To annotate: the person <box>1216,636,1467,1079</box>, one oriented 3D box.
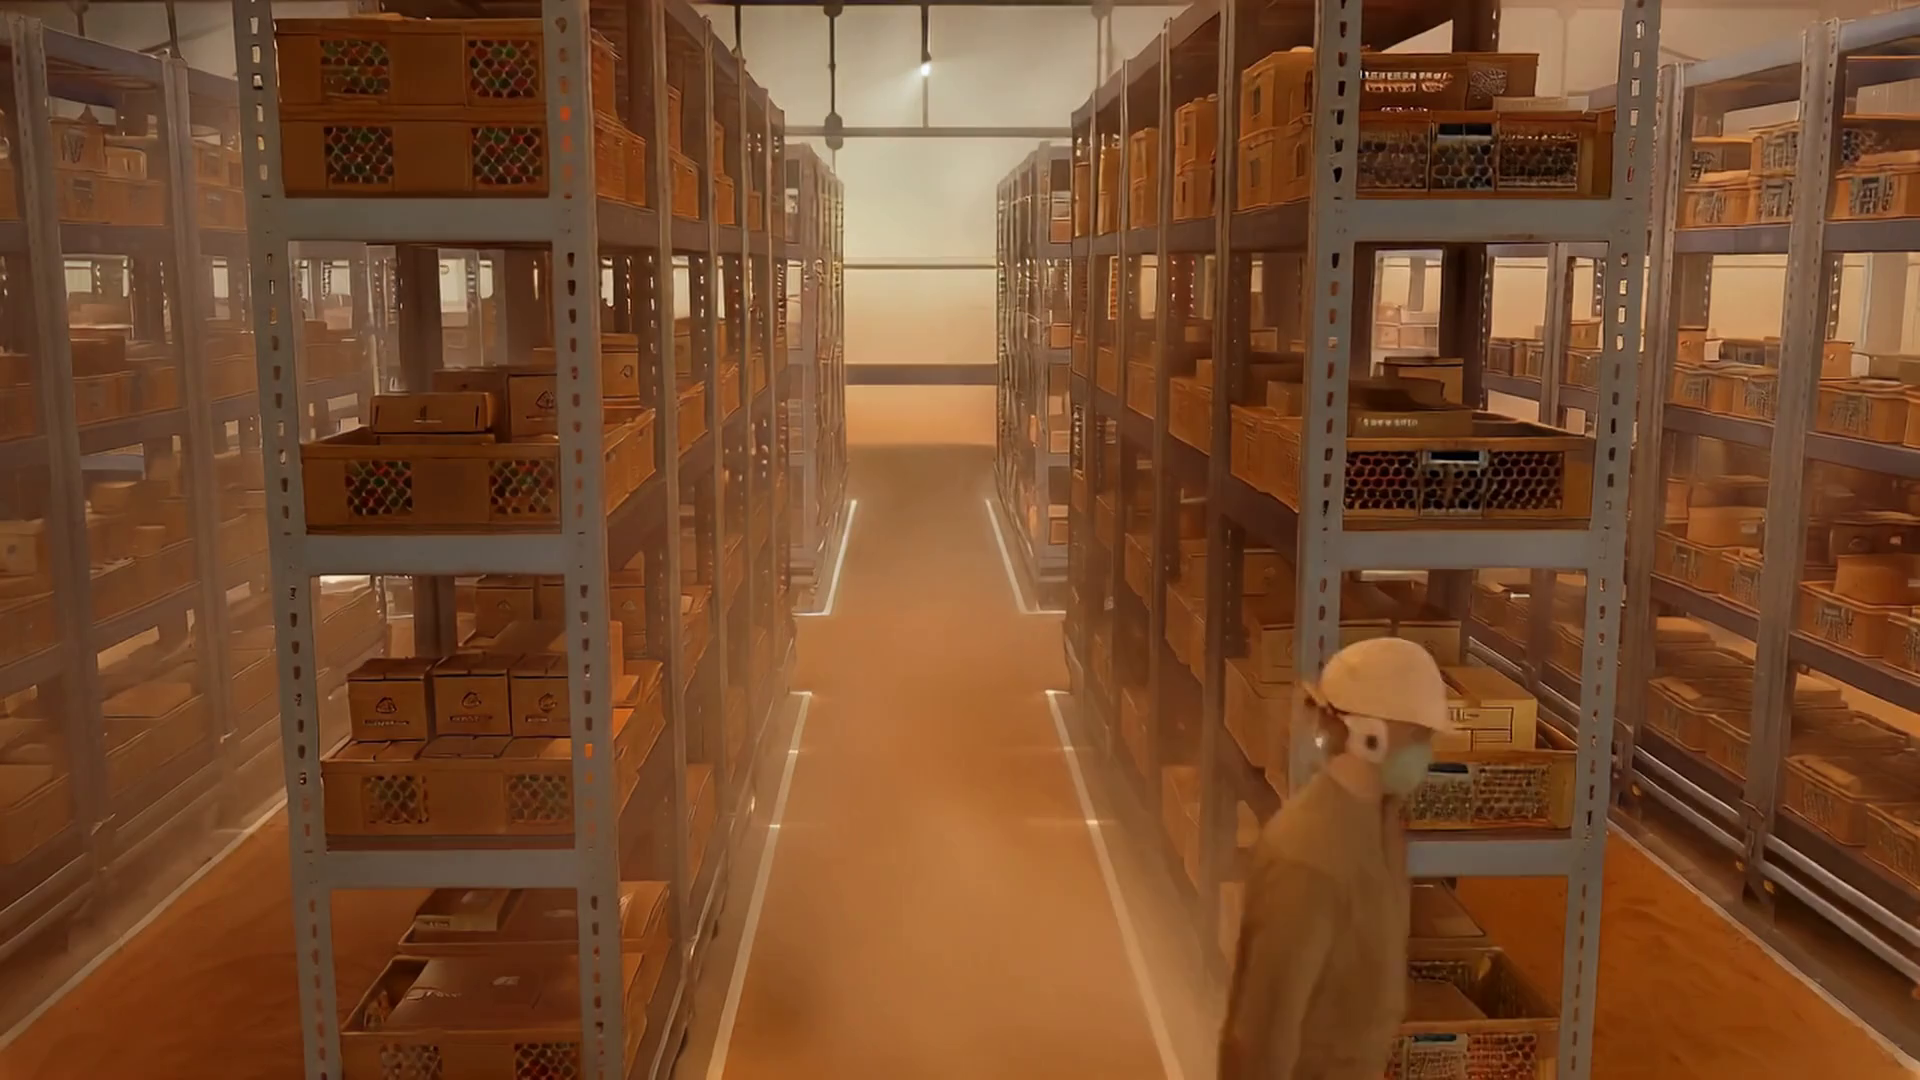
[{"bbox_3d":[0.757,1.167,3.481,1.052,1.924,0.743,7,12,38],"label":"person"}]
